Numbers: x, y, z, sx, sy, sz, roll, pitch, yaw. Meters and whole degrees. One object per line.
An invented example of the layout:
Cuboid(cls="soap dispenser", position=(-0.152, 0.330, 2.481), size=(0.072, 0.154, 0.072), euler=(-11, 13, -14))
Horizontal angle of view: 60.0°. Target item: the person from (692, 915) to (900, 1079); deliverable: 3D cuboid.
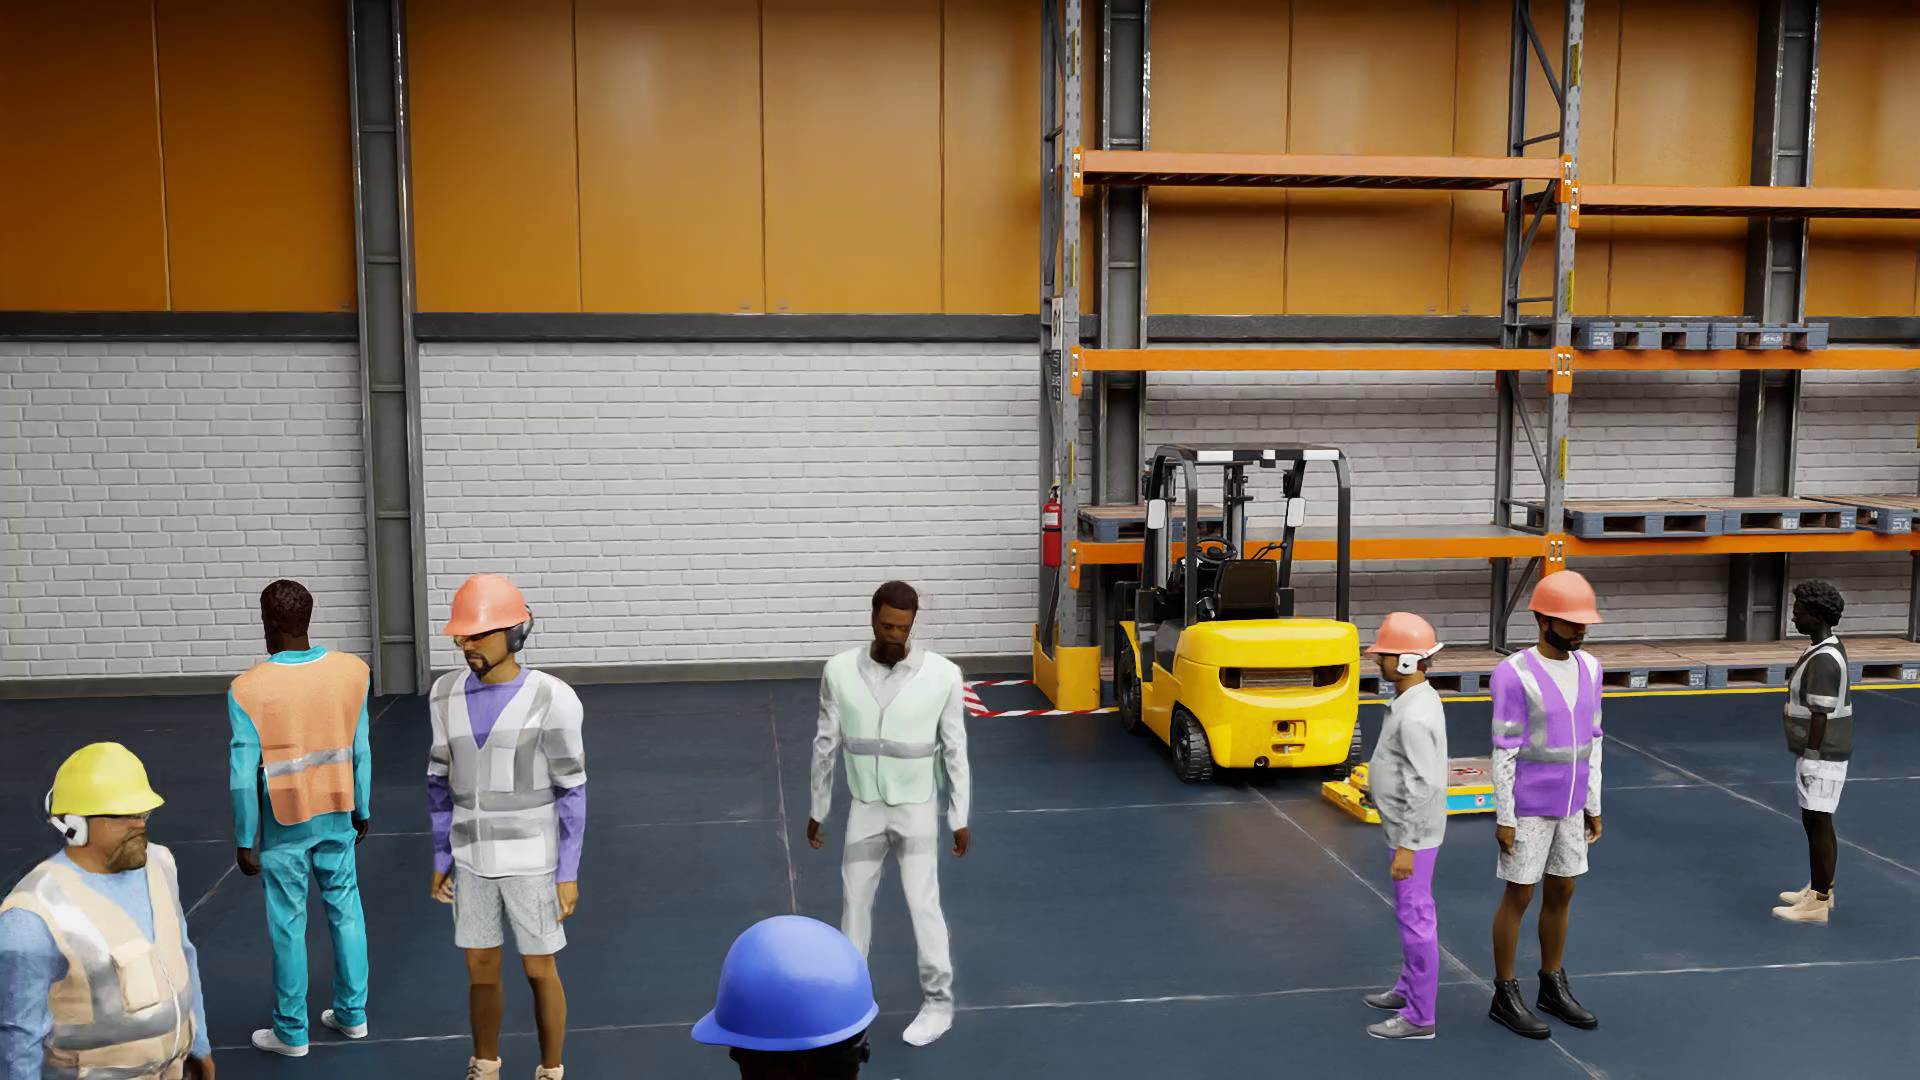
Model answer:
Cuboid(cls="person", position=(-0.214, 1.552, 2.694), size=(0.416, 1.939, 0.606), euler=(3, 7, 21))

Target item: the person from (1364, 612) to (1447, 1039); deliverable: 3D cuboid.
Cuboid(cls="person", position=(1.825, 1.166, 6.852), size=(0.342, 1.751, 0.563), euler=(2, 7, 15))

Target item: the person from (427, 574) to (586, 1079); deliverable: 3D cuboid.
Cuboid(cls="person", position=(-1.631, 1.130, 5.915), size=(0.610, 2.042, 0.396), euler=(2, 7, 18))

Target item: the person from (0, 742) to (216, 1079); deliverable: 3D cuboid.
Cuboid(cls="person", position=(-2.294, 1.419, 4.523), size=(0.915, 1.788, 0.607), euler=(1, 7, 9))

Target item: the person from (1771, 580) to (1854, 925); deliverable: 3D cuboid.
Cuboid(cls="person", position=(4.236, 1.043, 8.222), size=(0.319, 1.690, 0.536), euler=(3, 7, 27))

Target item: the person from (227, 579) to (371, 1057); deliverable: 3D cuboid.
Cuboid(cls="person", position=(-2.630, 1.110, 6.681), size=(0.397, 1.911, 0.587), euler=(5, 8, 40))

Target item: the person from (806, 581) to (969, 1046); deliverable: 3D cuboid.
Cuboid(cls="person", position=(-0.289, 1.094, 6.854), size=(0.662, 1.902, 0.443), euler=(2, 7, 13))

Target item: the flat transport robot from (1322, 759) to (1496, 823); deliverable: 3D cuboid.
Cuboid(cls="flat transport robot", position=(3.023, 1.518, 10.208), size=(1.431, 0.197, 0.652), euler=(-1, 7, -11))

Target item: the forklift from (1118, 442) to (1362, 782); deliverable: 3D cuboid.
Cuboid(cls="forklift", position=(1.912, 0.418, 11.496), size=(1.214, 2.155, 2.313), euler=(-1, 7, -8))

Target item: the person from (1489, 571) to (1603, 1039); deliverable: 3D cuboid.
Cuboid(cls="person", position=(2.436, 1.081, 6.850), size=(0.544, 1.930, 0.388), euler=(-3, 7, -24))
